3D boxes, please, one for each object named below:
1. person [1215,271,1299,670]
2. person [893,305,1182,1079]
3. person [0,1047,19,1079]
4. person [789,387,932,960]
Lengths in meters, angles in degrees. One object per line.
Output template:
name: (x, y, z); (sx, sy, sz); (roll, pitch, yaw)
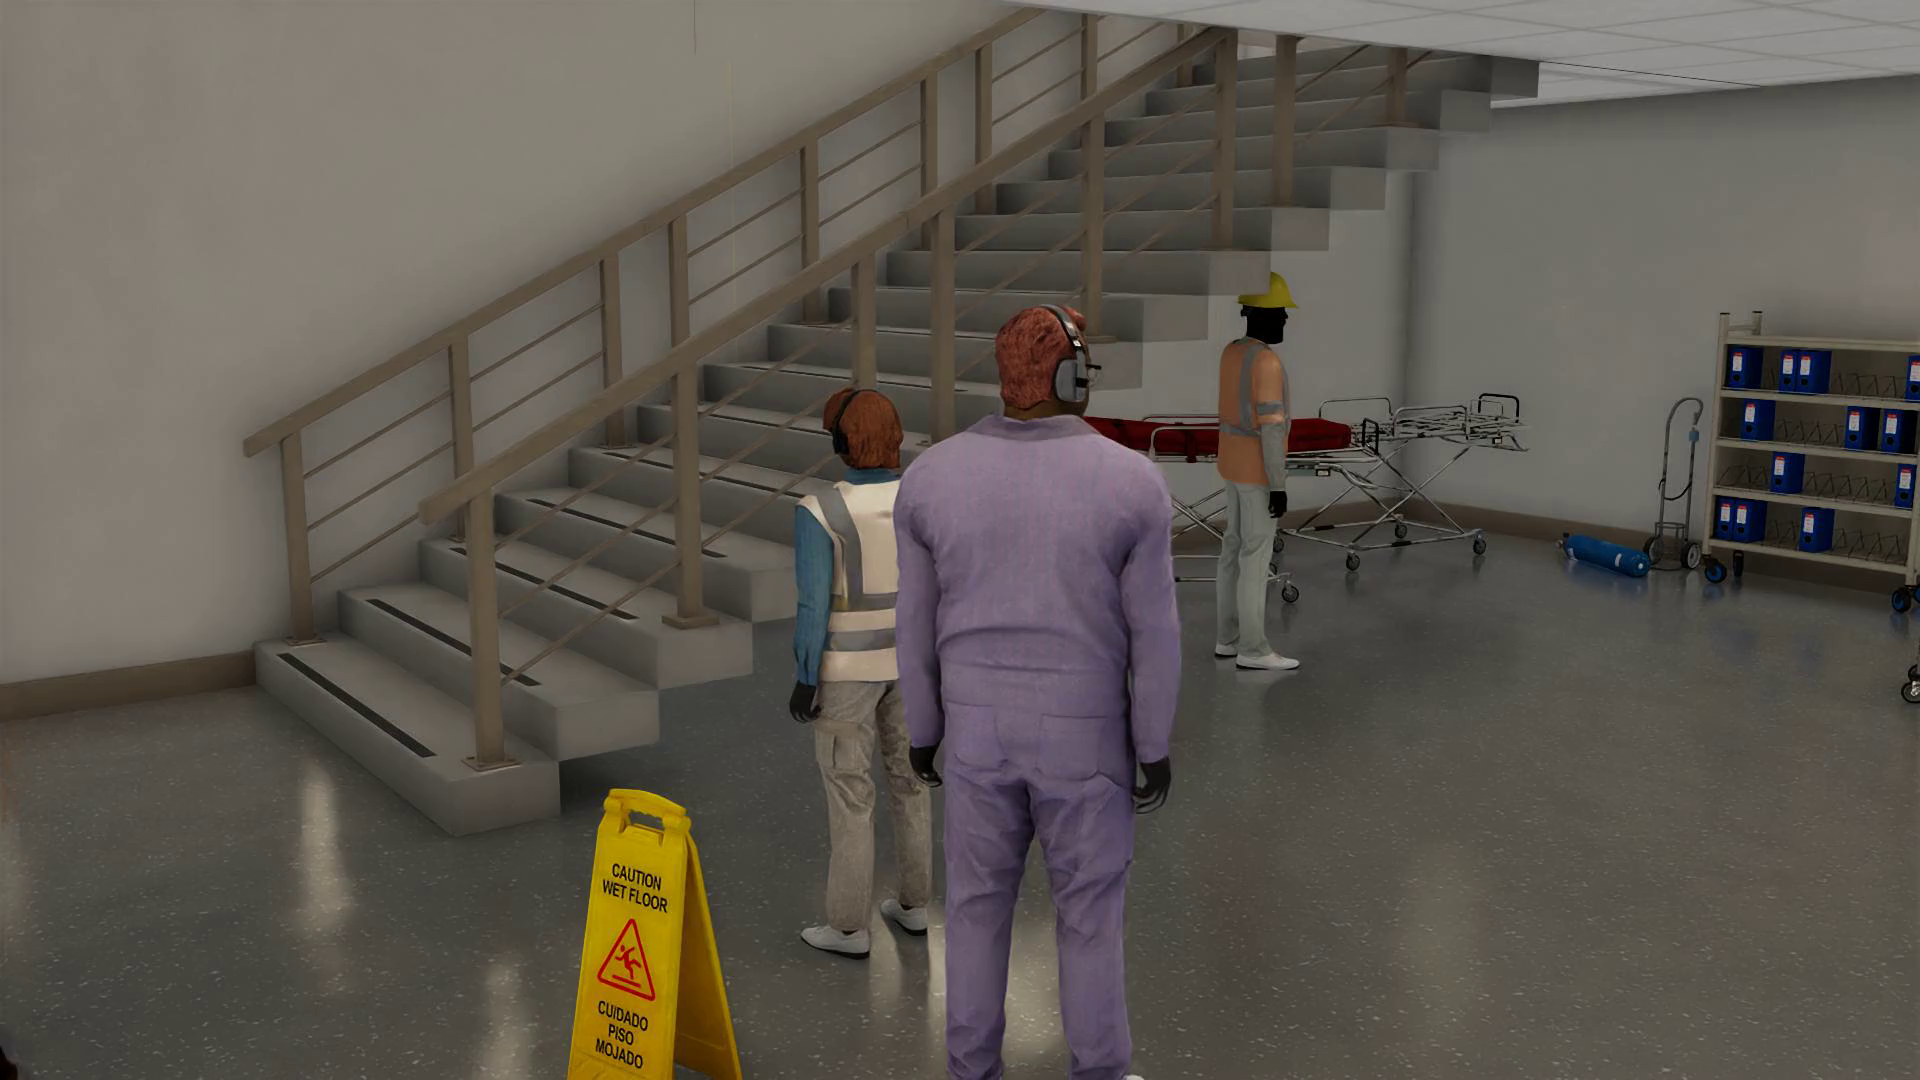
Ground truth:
person: (1.441, -0.334, 8.094); (0.363, 1.927, 0.587); (-2, 10, -13)
person: (0.183, 0.424, 3.802); (0.645, 1.903, 0.400); (3, 10, 17)
person: (-2.366, 0.603, 3.448); (0.550, 1.686, 0.644); (5, 11, 25)
person: (-0.263, 0.383, 4.792); (0.522, 1.640, 0.306); (-9, 13, -42)
